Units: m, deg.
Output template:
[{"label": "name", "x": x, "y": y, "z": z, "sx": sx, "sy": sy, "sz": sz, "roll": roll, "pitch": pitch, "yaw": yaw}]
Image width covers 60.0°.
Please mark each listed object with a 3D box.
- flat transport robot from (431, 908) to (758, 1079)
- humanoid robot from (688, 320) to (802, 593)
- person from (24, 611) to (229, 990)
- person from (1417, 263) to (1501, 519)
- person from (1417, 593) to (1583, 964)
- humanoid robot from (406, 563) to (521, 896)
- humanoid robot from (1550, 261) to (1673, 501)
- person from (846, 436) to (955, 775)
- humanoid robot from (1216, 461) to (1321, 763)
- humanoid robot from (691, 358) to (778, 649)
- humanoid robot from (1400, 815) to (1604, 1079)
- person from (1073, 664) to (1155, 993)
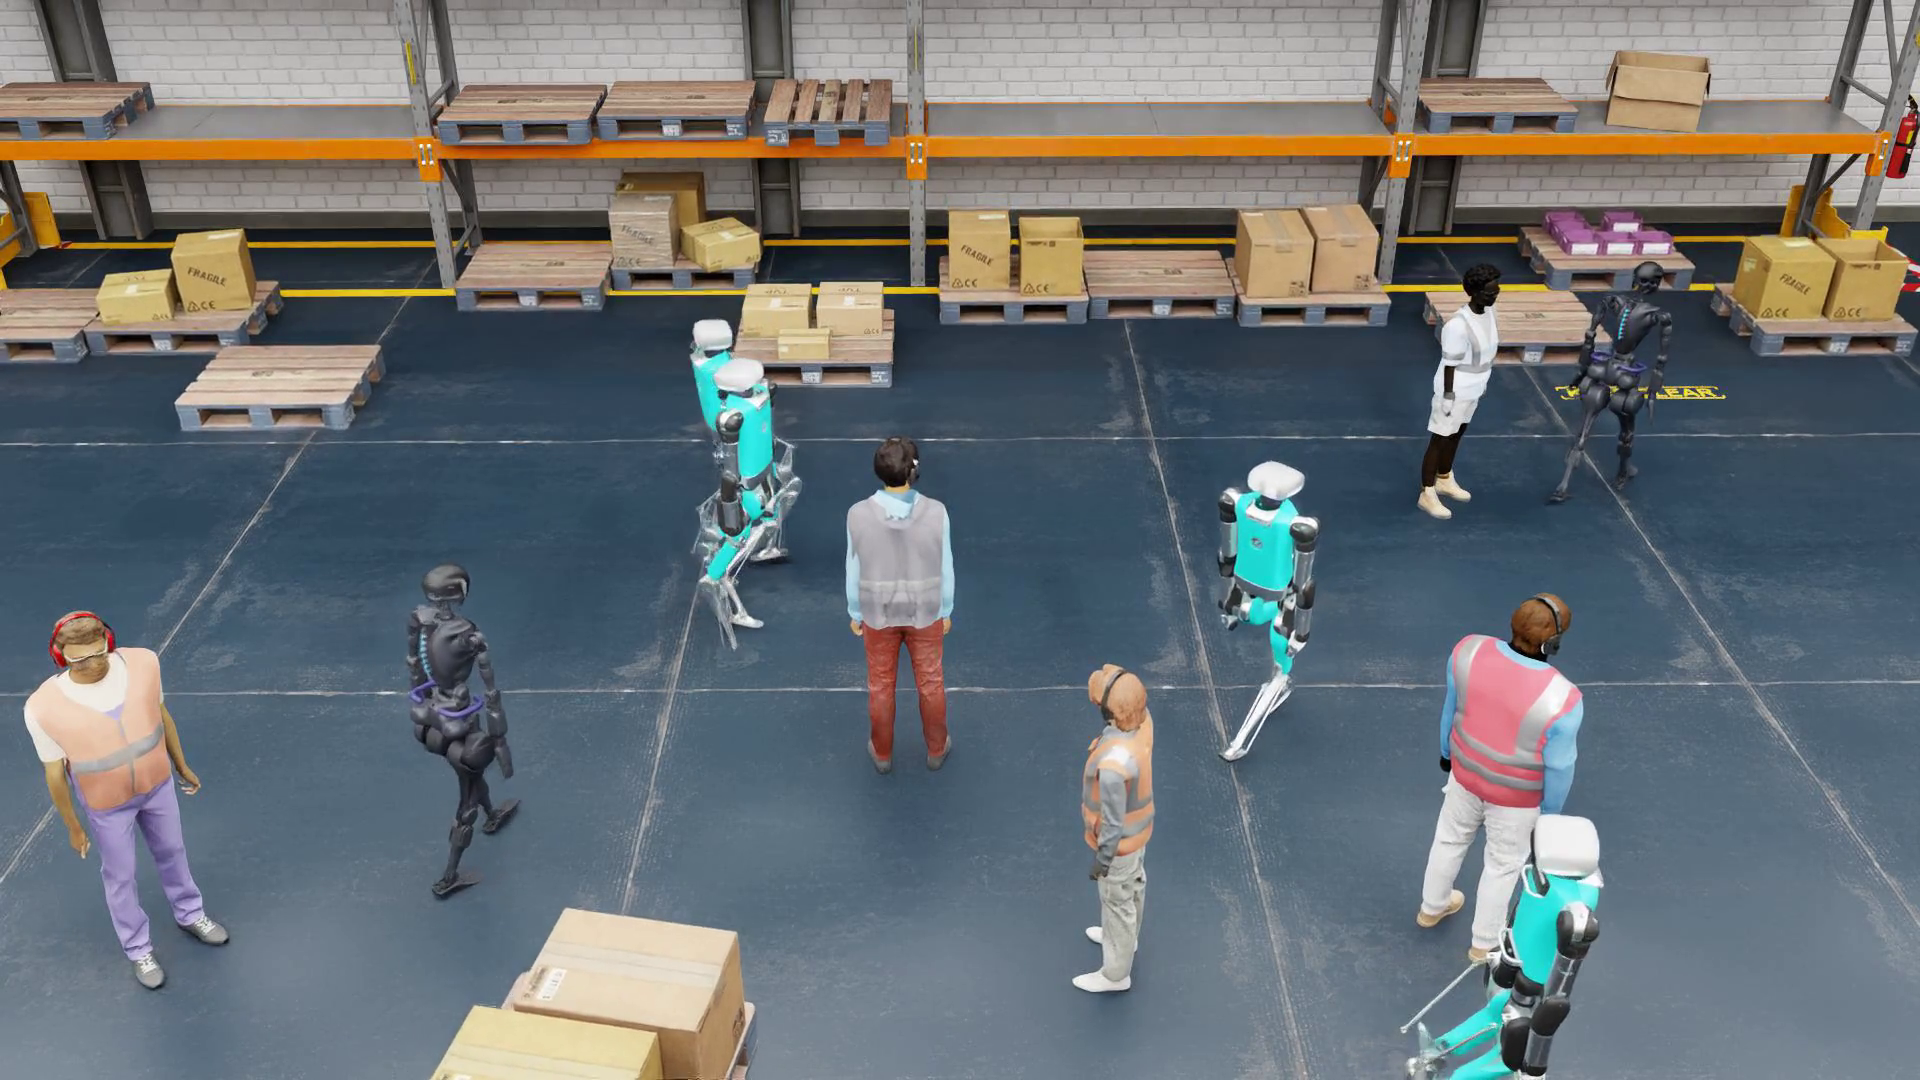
[{"label": "flat transport robot", "x": -1.429, "y": 2.398, "z": 6.418, "sx": 1.431, "sy": 0.231, "sz": 0.659, "roll": 6, "pitch": 31, "yaw": 9}, {"label": "humanoid robot", "x": -1.208, "y": -0.502, "z": 9.838, "sx": 0.903, "sy": 1.767, "sz": 0.566, "roll": -14, "pitch": 34, "yaw": -22}, {"label": "person", "x": -3.563, "y": 1.071, "z": 7.100, "sx": 0.374, "sy": 1.840, "sz": 0.567, "roll": 20, "pitch": 36, "yaw": 30}, {"label": "person", "x": 3.209, "y": -0.966, "z": 10.630, "sx": 0.321, "sy": 1.697, "sz": 0.529, "roll": 25, "pitch": 39, "yaw": 35}, {"label": "person", "x": 2.345, "y": 1.023, "z": 7.197, "sx": 0.431, "sy": 1.835, "sz": 0.628, "roll": -23, "pitch": 38, "yaw": -33}, {"label": "humanoid robot", "x": -2.312, "y": 0.834, "z": 7.697, "sx": 0.609, "sy": 1.629, "sz": 0.716, "roll": 18, "pitch": 35, "yaw": 27}, {"label": "humanoid robot", "x": 4.252, "y": -1.028, "z": 10.816, "sx": 0.799, "sy": 1.625, "sz": 0.615, "roll": -26, "pitch": 39, "yaw": -36}, {"label": "person", "x": -0.293, "y": 0.365, "z": 8.241, "sx": 0.534, "sy": 1.878, "sz": 0.416, "roll": -1, "pitch": 31, "yaw": -1}, {"label": "humanoid robot", "x": 1.639, "y": 0.311, "z": 8.489, "sx": 0.538, "sy": 1.736, "sz": 1.025, "roll": 23, "pitch": 38, "yaw": 33}, {"label": "humanoid robot", "x": -1.339, "y": -0.173, "z": 9.345, "sx": 0.686, "sy": 1.874, "sz": 0.540, "roll": 11, "pitch": 33, "yaw": 18}, {"label": "humanoid robot", "x": 1.884, "y": 1.729, "z": 6.085, "sx": 0.627, "sy": 1.776, "sz": 0.535, "roll": 2, "pitch": 31, "yaw": 4}, {"label": "person", "x": 0.662, "y": 1.231, "z": 7.031, "sx": 0.314, "sy": 1.636, "sz": 0.513, "roll": 9, "pitch": 32, "yaw": 15}]
